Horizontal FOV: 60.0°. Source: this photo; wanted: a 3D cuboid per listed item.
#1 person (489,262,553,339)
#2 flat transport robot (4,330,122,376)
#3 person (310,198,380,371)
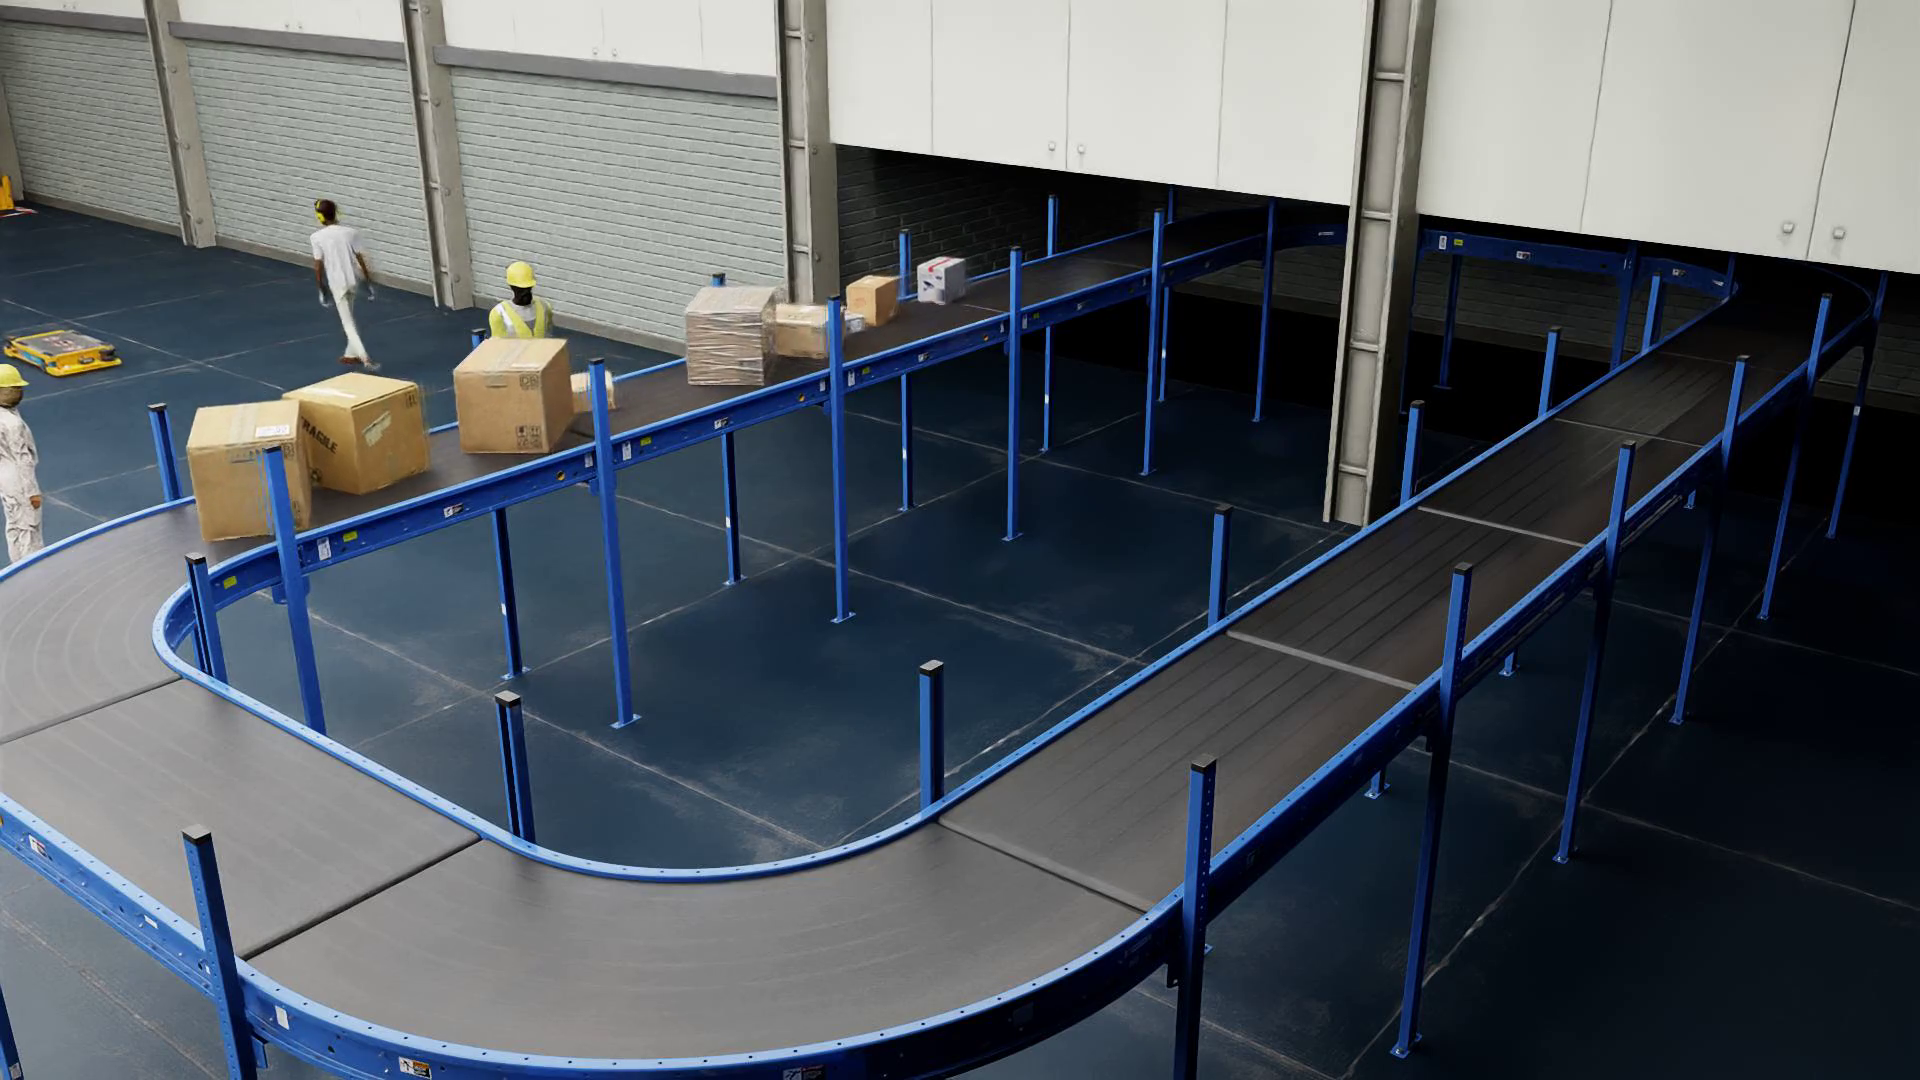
[{"bbox_3d":[-3.672,-1.418,14.164,0.388,1.926,0.590,19,28,39],"label":"person"},{"bbox_3d":[-9.721,-2.044,17.981,1.431,0.197,0.652,18,28,38],"label":"flat transport robot"},{"bbox_3d":[-6.441,-2.661,17.479,0.834,1.826,0.572,19,28,39],"label":"person"}]
